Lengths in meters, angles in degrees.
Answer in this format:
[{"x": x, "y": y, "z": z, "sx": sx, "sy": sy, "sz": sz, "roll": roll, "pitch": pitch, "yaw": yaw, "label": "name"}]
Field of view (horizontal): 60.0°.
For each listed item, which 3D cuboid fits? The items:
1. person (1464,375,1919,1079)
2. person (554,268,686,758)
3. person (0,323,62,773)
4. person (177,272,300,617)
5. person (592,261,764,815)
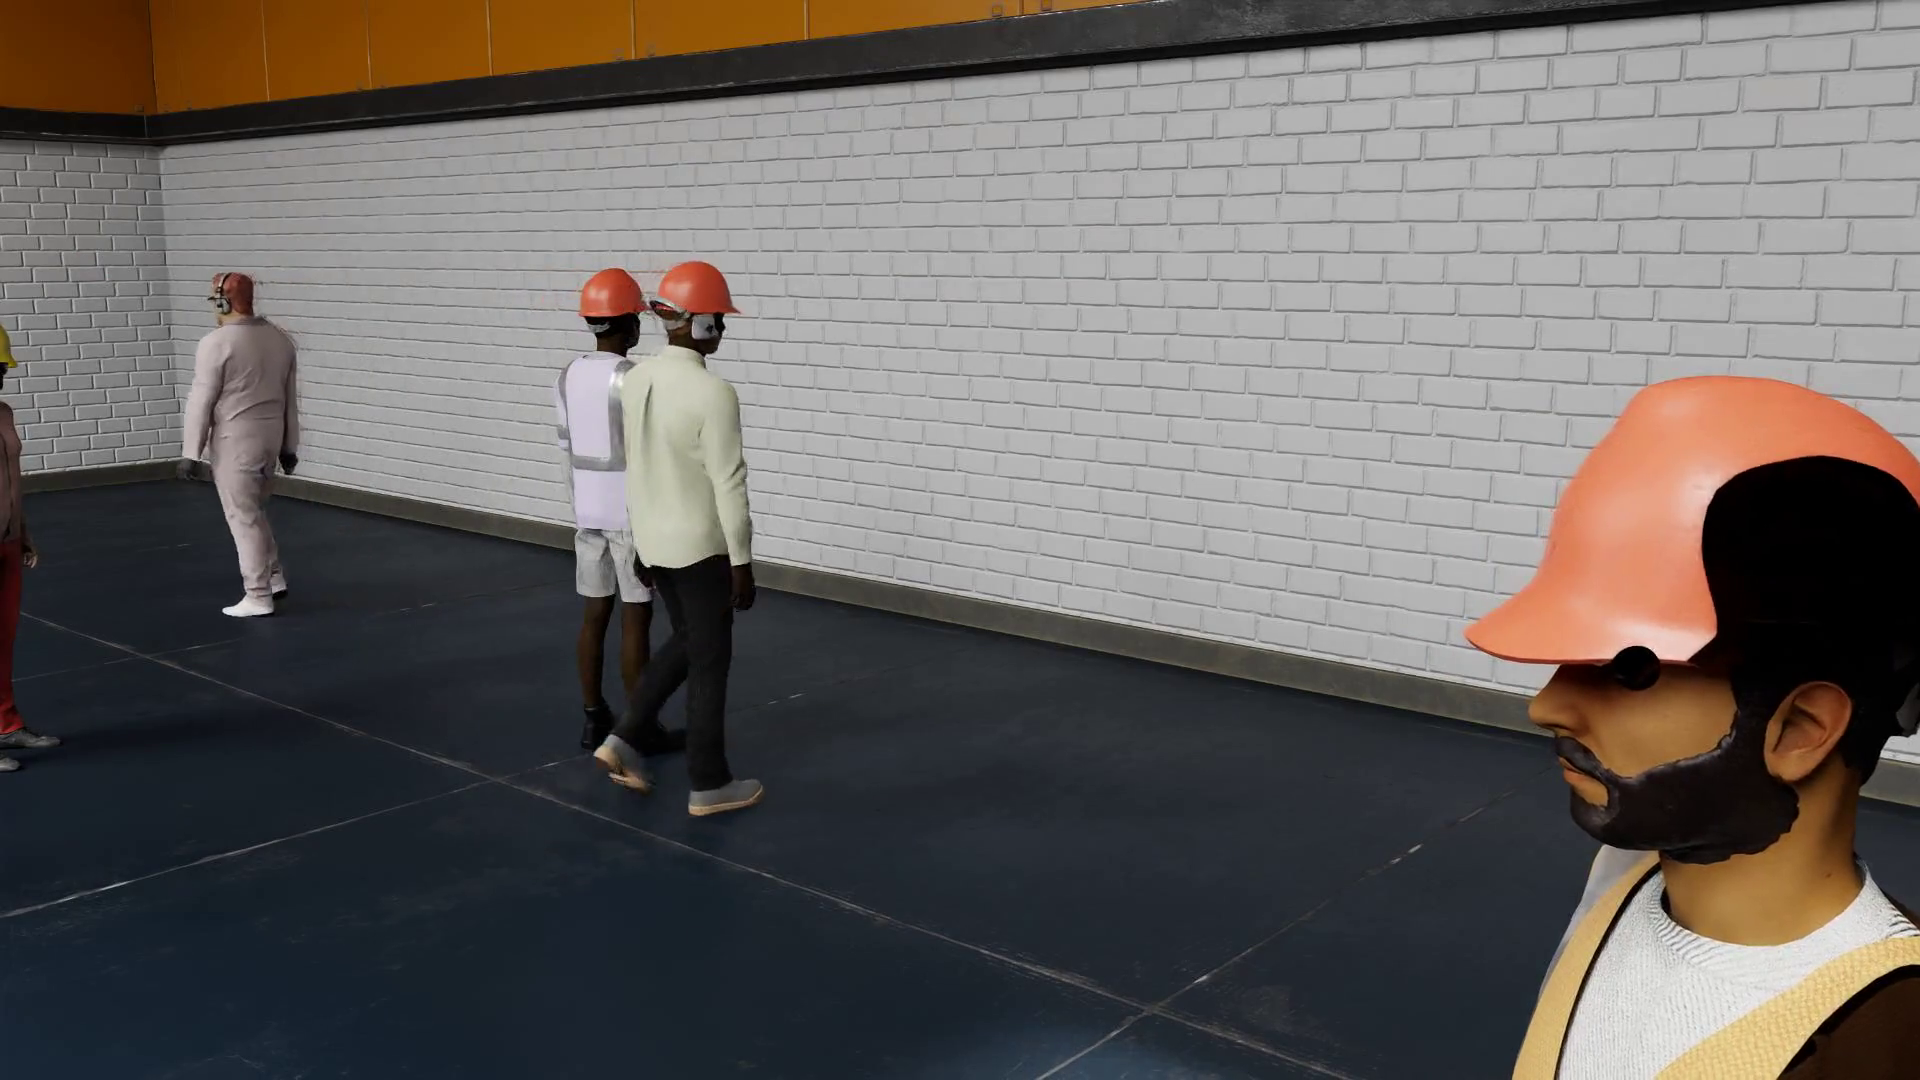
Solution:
[{"x": 0.517, "y": 0.849, "z": 1.238, "sx": 0.354, "sy": 1.939, "sz": 0.544, "roll": 0, "pitch": 10, "yaw": -2, "label": "person"}, {"x": -1.351, "y": -0.099, "z": 6.629, "sx": 0.545, "sy": 1.942, "sz": 0.354, "roll": 7, "pitch": 12, "yaw": 35, "label": "person"}, {"x": -3.788, "y": 0.015, "z": 6.501, "sx": 0.327, "sy": 1.760, "sz": 0.524, "roll": 0, "pitch": 10, "yaw": -1, "label": "person"}, {"x": -3.963, "y": -0.507, "z": 9.091, "sx": 0.503, "sy": 1.891, "sz": 0.655, "roll": 2, "pitch": 10, "yaw": 14, "label": "person"}, {"x": -0.971, "y": 0.019, "z": 5.856, "sx": 0.484, "sy": 1.980, "sz": 0.628, "roll": -9, "pitch": 13, "yaw": -41, "label": "person"}]
